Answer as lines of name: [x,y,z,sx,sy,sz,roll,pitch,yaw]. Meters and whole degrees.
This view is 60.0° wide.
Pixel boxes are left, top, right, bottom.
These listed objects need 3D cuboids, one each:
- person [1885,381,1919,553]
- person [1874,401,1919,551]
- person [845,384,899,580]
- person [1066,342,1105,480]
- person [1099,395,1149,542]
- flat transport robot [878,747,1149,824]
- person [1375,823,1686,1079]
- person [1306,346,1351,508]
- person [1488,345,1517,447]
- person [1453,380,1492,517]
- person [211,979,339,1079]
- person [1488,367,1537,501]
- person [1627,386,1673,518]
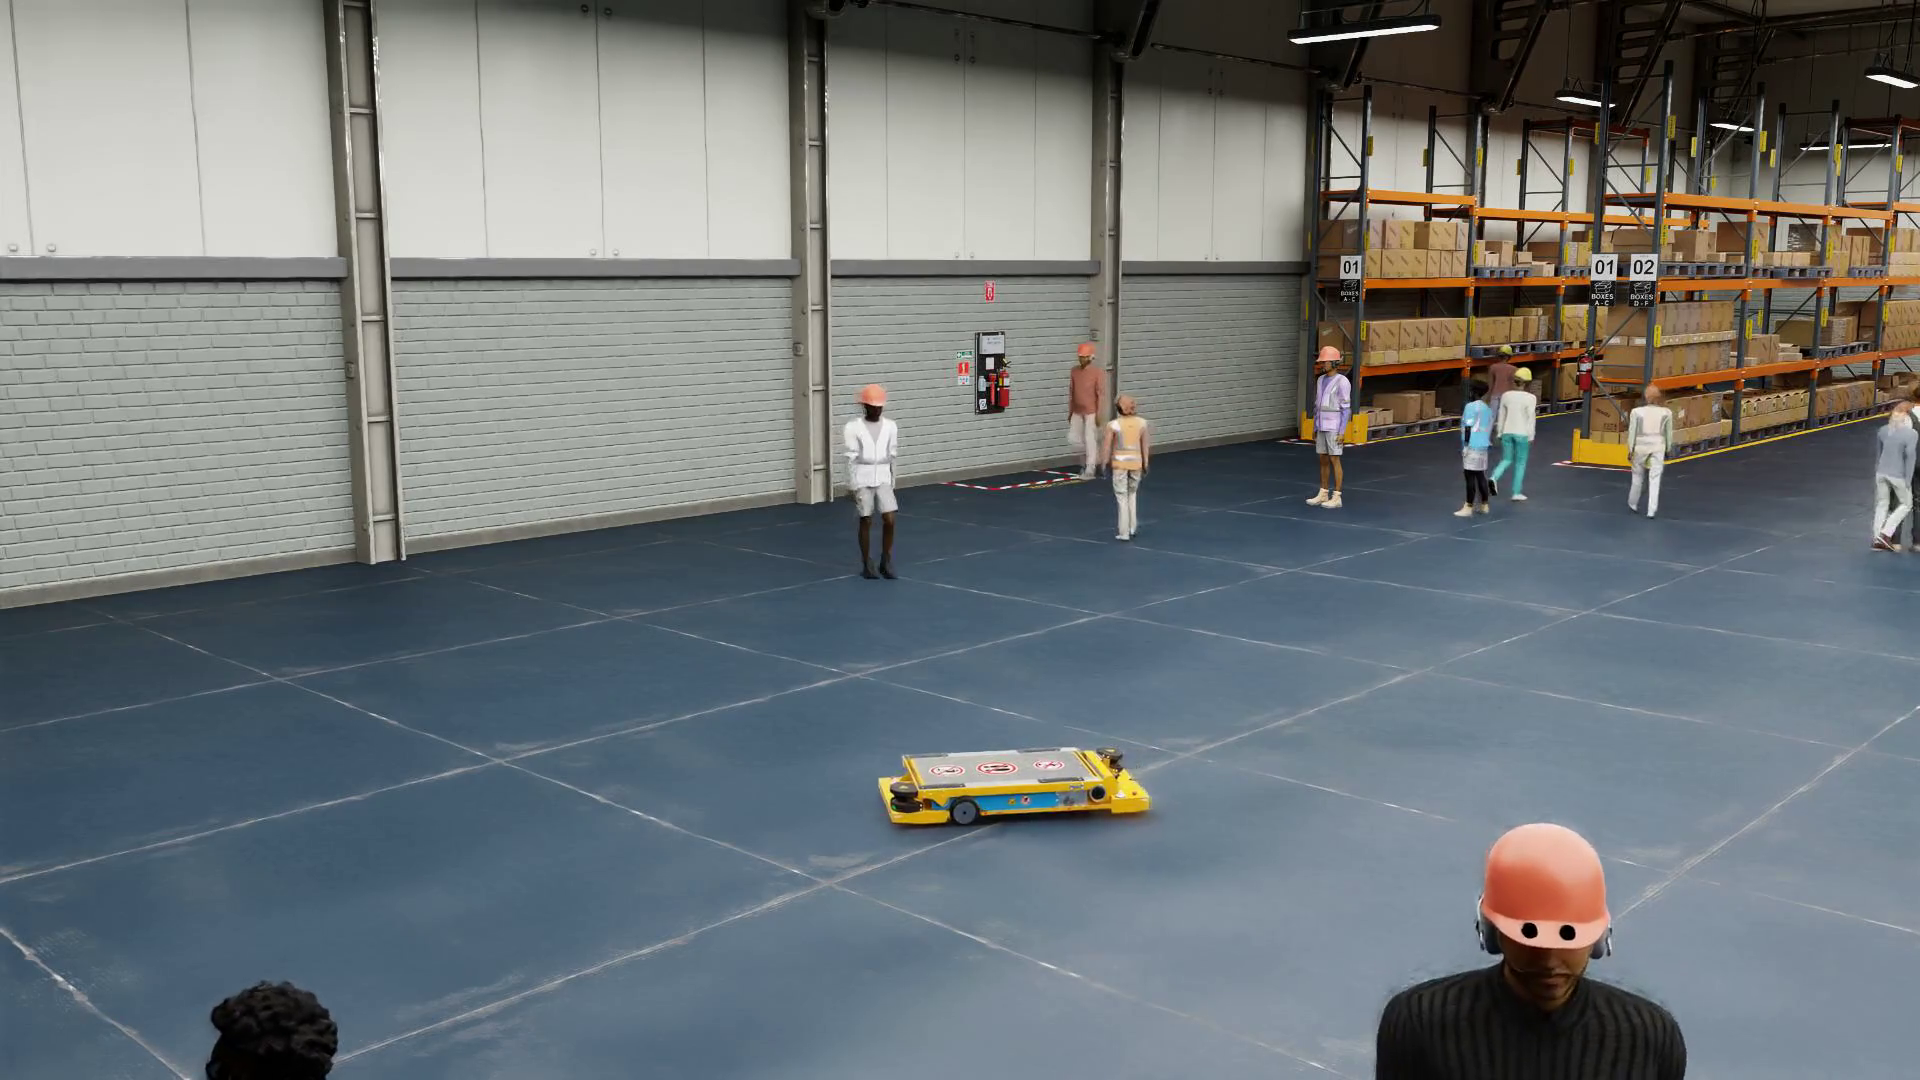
person: [10.100,-0.765,17.698,0.542,1.836,0.403,2,9,10]
person: [9.968,-0.673,17.728,0.331,1.616,0.511,-4,10,-21]
person: [-0.832,-0.544,16.070,0.548,1.916,0.588,-3,10,-19]
person: [1.786,-1.833,23.718,0.641,1.973,0.426,9,13,42]
person: [1.792,-0.807,18.496,0.547,1.622,0.519,-4,10,-20]
flat transport robot: [0.286,1.371,9.376,1.431,0.197,0.652,-2,9,-10]
person: [1.098,1.516,3.303,0.621,1.978,0.436,2,10,13]
person: [4.646,-1.422,21.012,0.379,2.041,0.616,-4,10,-24]
person: [9.171,-2.442,28.197,0.532,1.725,0.883,9,13,43]
person: [6.279,-1.112,20.281,0.317,1.664,0.621,8,12,42]
person: [-1.297,1.667,3.234,0.318,1.699,0.535,-8,12,-41]
person: [7.179,-1.367,21.584,0.559,1.754,0.532,-7,12,-36]
person: [8.412,-1.082,20.313,0.529,1.583,0.888,2,10,14]
